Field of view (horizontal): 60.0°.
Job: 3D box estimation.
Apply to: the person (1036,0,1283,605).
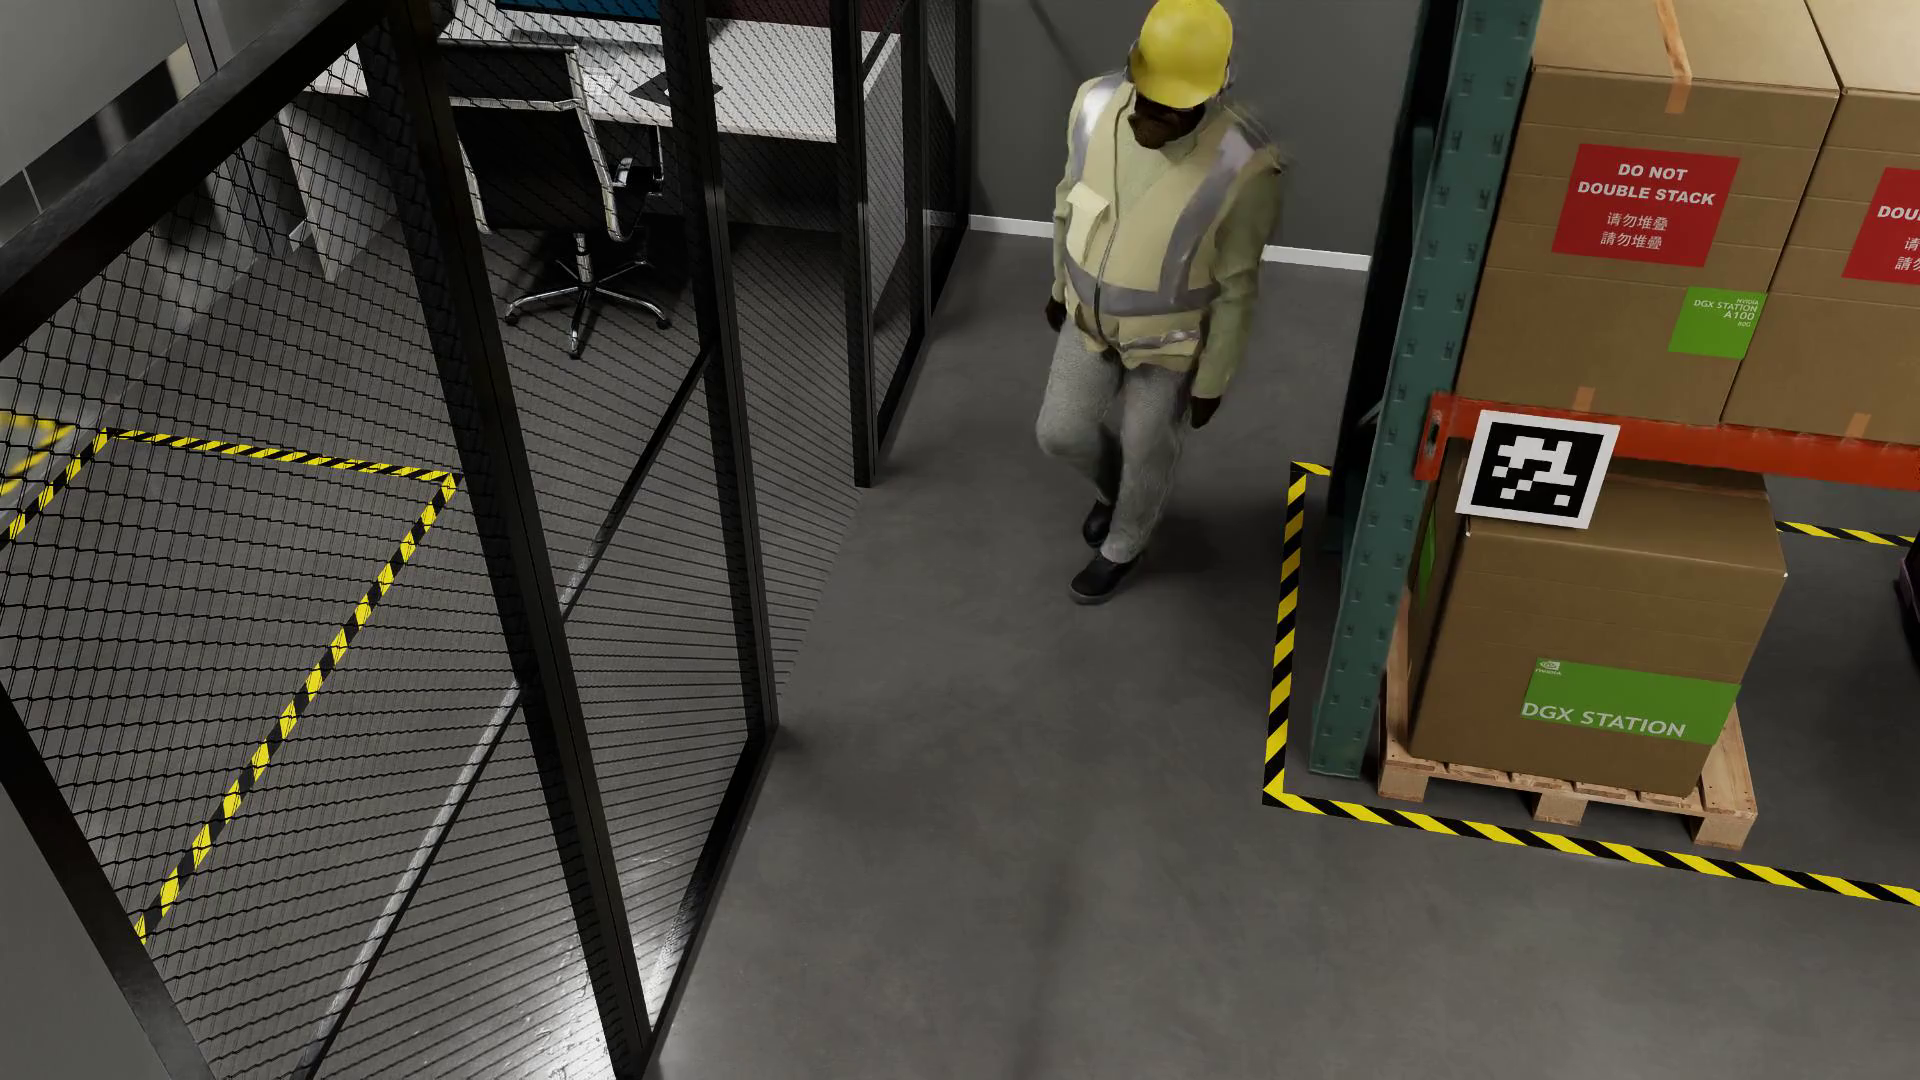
[{"bbox_3d":[0.456,-0.550,4.227,0.622,1.808,0.412,30,49,30],"label":"person"}]
